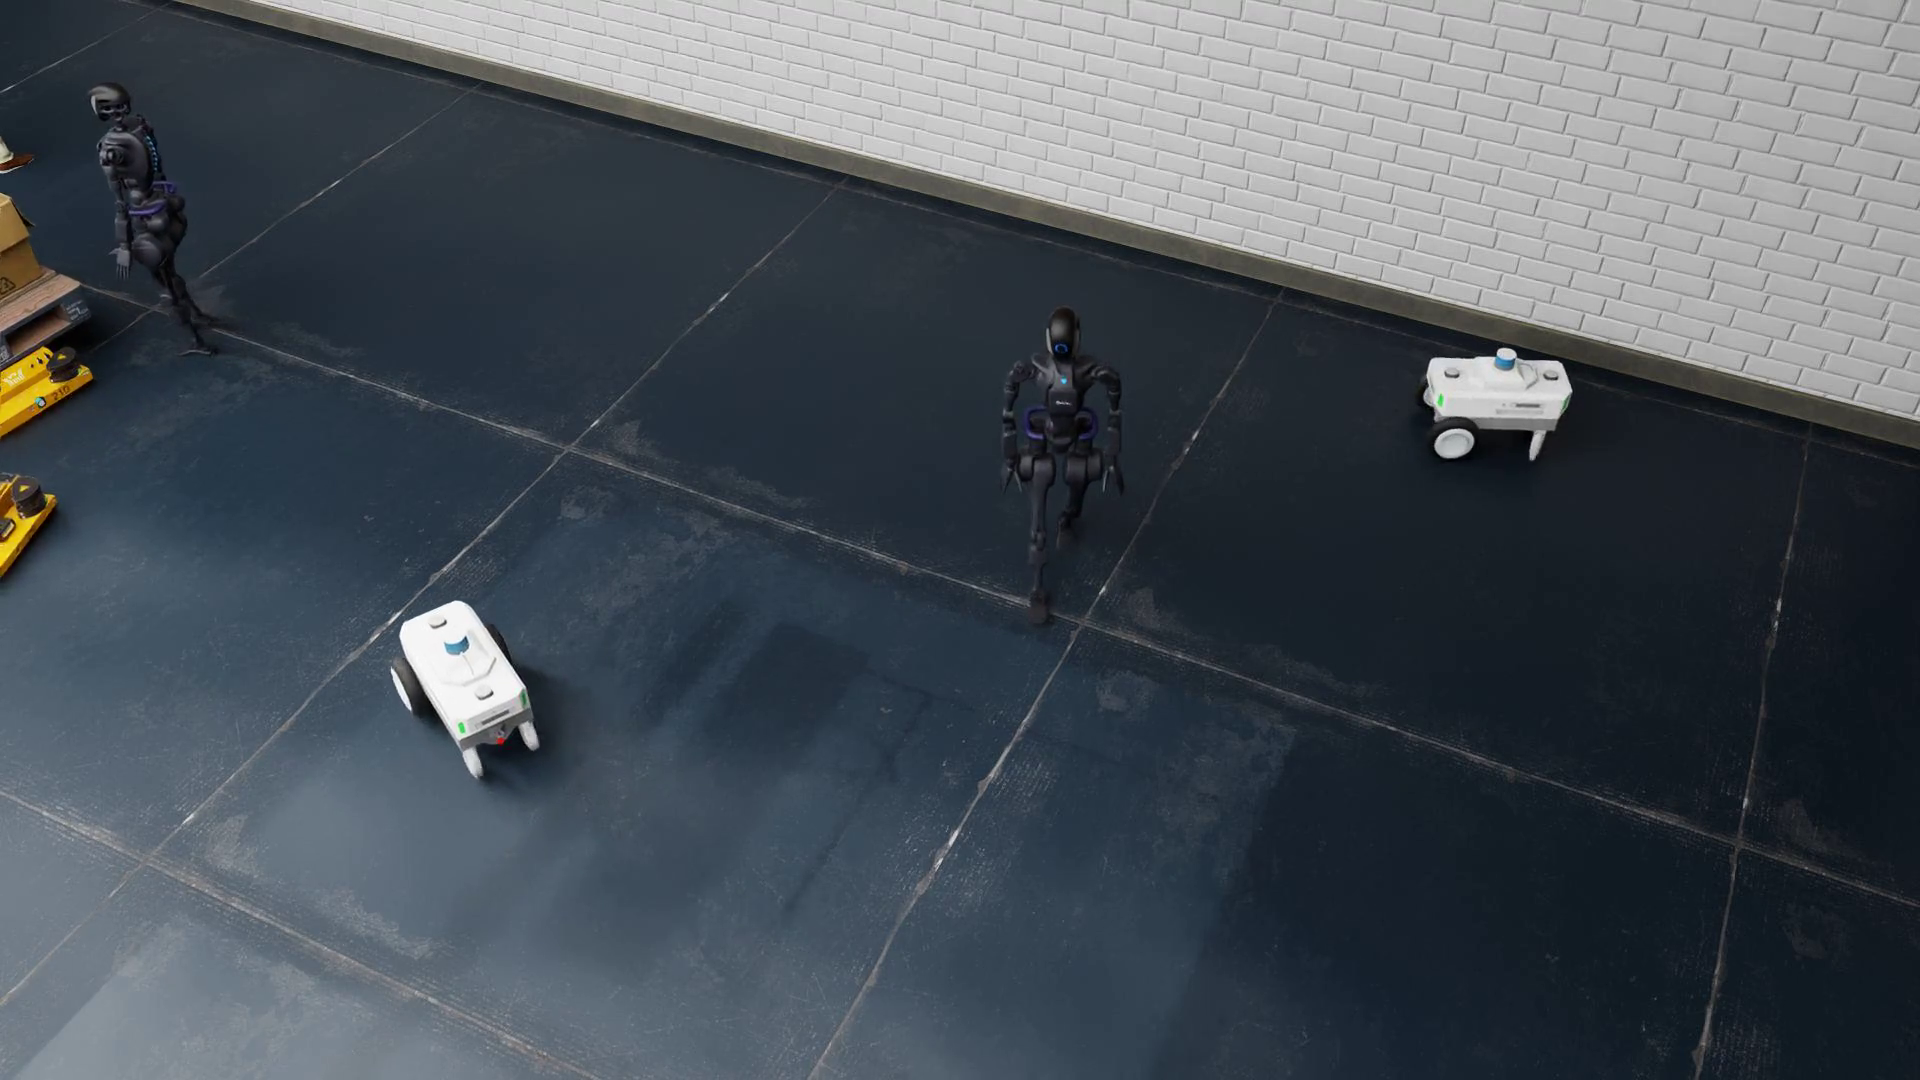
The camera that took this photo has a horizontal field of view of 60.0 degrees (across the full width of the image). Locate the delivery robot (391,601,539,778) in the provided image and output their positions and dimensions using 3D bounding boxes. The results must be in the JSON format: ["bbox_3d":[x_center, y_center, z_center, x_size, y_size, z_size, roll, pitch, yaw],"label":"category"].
[{"bbox_3d":[-2.202,0.614,7.396,0.499,0.614,0.790,-25,49,-25],"label":"delivery robot"}]

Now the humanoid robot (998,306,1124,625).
[{"bbox_3d":[0.475,-0.418,7.713,0.593,1.632,0.785,0,43,0],"label":"humanoid robot"}]

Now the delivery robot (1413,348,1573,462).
[{"bbox_3d":[2.810,-0.741,8.857,0.783,0.612,0.520,1,43,2],"label":"delivery robot"}]

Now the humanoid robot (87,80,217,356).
[{"bbox_3d":[-4.469,-1.717,9.072,0.434,1.655,0.601,1,43,1],"label":"humanoid robot"}]

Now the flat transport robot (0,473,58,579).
[{"bbox_3d":[-5.387,-0.072,8.332,1.431,0.231,0.659,4,43,4],"label":"flat transport robot"}]

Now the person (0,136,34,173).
[{"bbox_3d":[-6.465,-3.123,10.619,0.499,1.632,0.286,13,44,14],"label":"person"}]

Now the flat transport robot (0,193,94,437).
[{"bbox_3d":[-5.641,-1.021,9.356,1.431,0.231,0.659,22,47,22],"label":"flat transport robot"}]
